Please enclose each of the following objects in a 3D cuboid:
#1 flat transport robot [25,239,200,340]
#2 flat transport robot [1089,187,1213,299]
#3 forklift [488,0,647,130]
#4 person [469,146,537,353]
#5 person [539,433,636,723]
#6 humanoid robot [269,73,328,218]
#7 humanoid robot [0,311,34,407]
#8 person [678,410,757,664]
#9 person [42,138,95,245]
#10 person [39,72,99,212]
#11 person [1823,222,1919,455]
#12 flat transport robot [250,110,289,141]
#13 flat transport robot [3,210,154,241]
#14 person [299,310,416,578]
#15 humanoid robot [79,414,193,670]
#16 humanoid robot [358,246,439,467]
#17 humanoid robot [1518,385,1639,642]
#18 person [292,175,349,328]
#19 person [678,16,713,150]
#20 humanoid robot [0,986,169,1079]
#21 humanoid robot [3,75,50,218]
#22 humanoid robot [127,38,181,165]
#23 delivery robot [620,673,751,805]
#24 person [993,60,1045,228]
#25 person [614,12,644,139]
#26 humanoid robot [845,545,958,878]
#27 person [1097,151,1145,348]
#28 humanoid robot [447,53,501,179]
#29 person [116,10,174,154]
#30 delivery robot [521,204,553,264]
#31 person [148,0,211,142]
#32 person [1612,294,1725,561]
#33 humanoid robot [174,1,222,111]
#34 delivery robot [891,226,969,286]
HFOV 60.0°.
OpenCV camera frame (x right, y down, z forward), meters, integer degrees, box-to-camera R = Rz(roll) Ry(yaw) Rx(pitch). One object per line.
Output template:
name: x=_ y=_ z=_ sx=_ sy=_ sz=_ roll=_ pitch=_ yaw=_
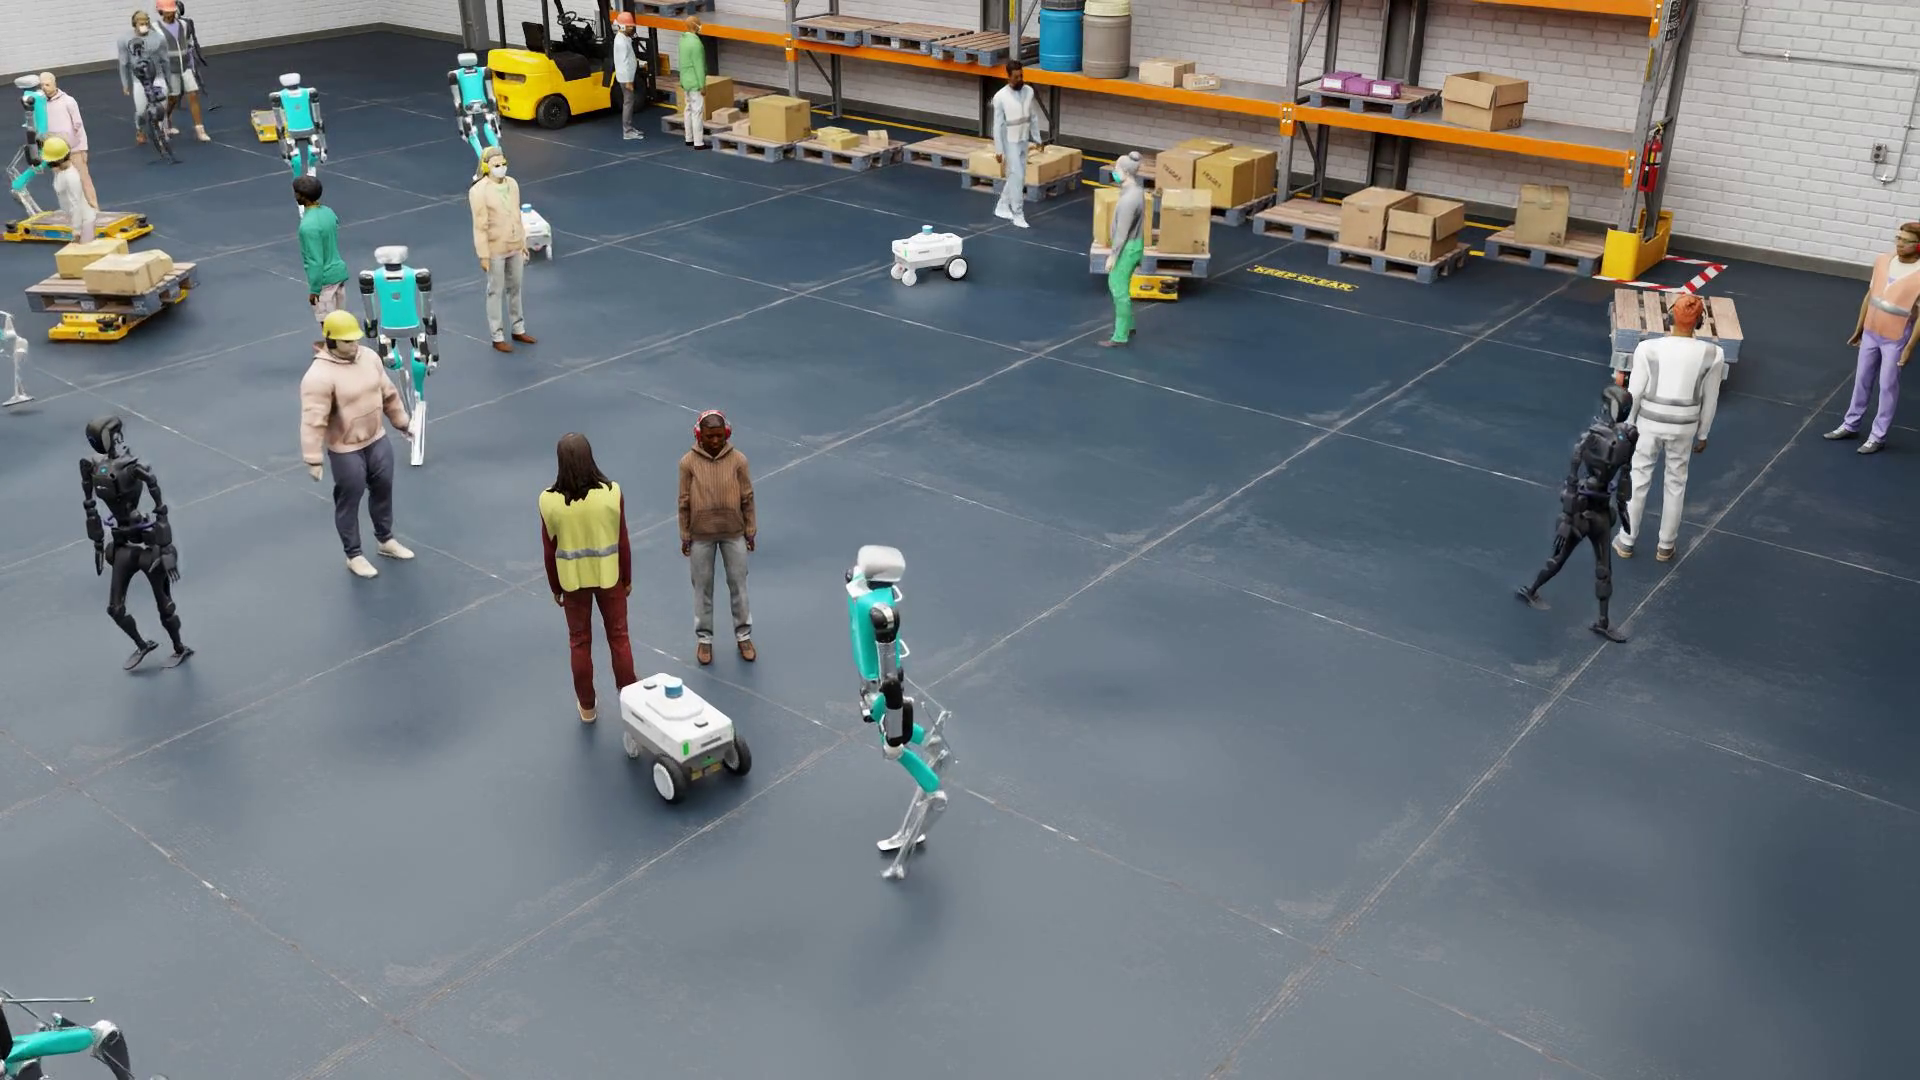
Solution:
flat transport robot: x=-8.222 y=-2.269 z=16.270 sx=0.659 sy=0.231 sz=1.431 roll=2 pitch=26 yaw=4
flat transport robot: x=1.984 y=-2.810 z=17.390 sx=0.659 sy=0.231 sz=1.431 roll=4 pitch=26 yaw=8
forklift: x=-5.874 y=-7.334 z=24.552 sx=1.214 sy=2.155 sz=2.313 roll=19 pitch=32 yaw=34
person: x=-4.216 y=-2.680 z=15.275 sx=0.391 sy=1.875 sz=0.565 roll=16 pitch=30 yaw=30
person: x=-2.081 y=0.239 z=9.364 sx=0.473 sy=1.766 sz=0.388 roll=-5 pitch=26 yaw=-10
humanoid robot: x=-7.629 y=-4.522 z=19.258 sx=0.543 sy=1.776 sz=0.903 roll=-14 pitch=29 yaw=-27
humanoid robot: x=-8.123 y=-1.827 z=13.690 sx=1.001 sy=1.742 sz=0.530 roll=-9 pitch=27 yaw=-19
person: x=-1.458 y=-0.029 z=10.048 sx=0.462 sy=1.648 sz=0.327 roll=-5 pitch=26 yaw=-9
person: x=-8.701 y=-3.118 z=16.353 sx=0.339 sy=1.727 sz=0.647 roll=-17 pitch=30 yaw=-31
person: x=-10.274 y=-4.477 z=19.114 sx=0.528 sy=1.777 sz=0.407 roll=-2 pitch=26 yaw=-5
person: x=7.283 y=-1.592 z=13.049 sx=0.390 sy=1.850 sz=0.566 roll=-10 pitch=27 yaw=-19
flat transport robot: x=-9.806 y=-5.981 z=23.957 sx=0.659 sy=0.231 sz=1.431 roll=-12 pitch=28 yaw=-23
flat transport robot: x=-10.034 y=-3.550 z=18.923 sx=1.431 sy=0.231 sz=0.659 roll=4 pitch=26 yaw=8
person: x=-4.049 y=-0.660 z=11.116 sx=0.459 sy=1.857 sz=0.810 roll=13 pitch=29 yaw=25
humanoid robot: x=-4.904 y=0.036 z=9.887 sx=0.584 sy=1.646 sz=0.450 roll=6 pitch=26 yaw=11
humanoid robot: x=-4.363 y=-1.526 z=13.118 sx=0.542 sy=1.777 sz=1.028 roll=-6 pitch=27 yaw=-13
humanoid robot: x=3.947 y=-0.209 z=10.446 sx=0.589 sy=1.628 sz=0.789 roll=-14 pitch=29 yaw=-26
person: x=-5.479 y=-2.235 z=14.384 sx=0.397 sy=1.850 sz=0.493 roll=1 pitch=26 yaw=1
person: x=-3.642 y=-6.263 z=22.812 sx=0.385 sy=1.777 sz=0.545 roll=-15 pitch=30 yaw=-29
humanoid robot: x=-3.552 y=1.723 z=6.368 sx=0.541 sy=1.781 sz=0.991 roll=17 pitch=31 yaw=32
humanoid robot: x=-10.622 y=-4.389 z=18.908 sx=0.718 sy=1.731 sz=0.535 roll=-4 pitch=26 yaw=-8
humanoid robot: x=-10.628 y=-5.766 z=21.915 sx=0.353 sy=1.649 sz=0.614 roll=-14 pitch=29 yaw=-27
delivery robot: x=-1.534 y=1.049 z=9.086 sx=0.499 sy=0.609 sz=0.807 roll=-21 pitch=33 yaw=-36
person: x=0.641 y=-4.587 z=19.256 sx=0.712 sy=1.904 sz=0.637 roll=22 pitch=33 yaw=38
person: x=-4.670 y=-6.536 z=23.418 sx=0.350 sy=1.737 sz=0.572 roll=-5 pitch=26 yaw=-9
humanoid robot: x=-0.211 y=0.822 z=8.172 sx=0.670 sy=1.794 sz=0.543 roll=-9 pitch=27 yaw=-18
person: x=1.499 y=-2.670 z=15.297 sx=0.383 sy=1.838 sz=0.527 roll=3 pitch=26 yaw=7
humanoid robot: x=-5.839 y=-5.011 z=20.259 sx=0.562 sy=1.732 sz=1.028 roll=-11 pitch=28 yaw=-22
person: x=-11.063 y=-6.240 z=22.613 sx=0.653 sy=1.906 sz=0.690 roll=-19 pitch=31 yaw=-34
delivery robot: x=-4.733 y=-3.375 z=18.251 sx=0.499 sy=0.611 sz=0.812 roll=-12 pitch=28 yaw=-24
person: x=-11.010 y=-6.612 z=23.279 sx=0.910 sy=2.009 sz=0.613 roll=18 pitch=31 yaw=33
person: x=4.781 y=-0.752 z=11.273 sx=0.573 sy=1.882 sz=0.355 roll=7 pitch=27 yaw=15
humanoid robot: x=-11.679 y=-7.293 z=25.104 sx=0.783 sy=1.623 sz=0.600 roll=9 pitch=27 yaw=18
delivery robot: x=-0.323 y=-2.989 z=17.449 sx=0.813 sy=0.609 sz=0.499 roll=-13 pitch=29 yaw=-25
